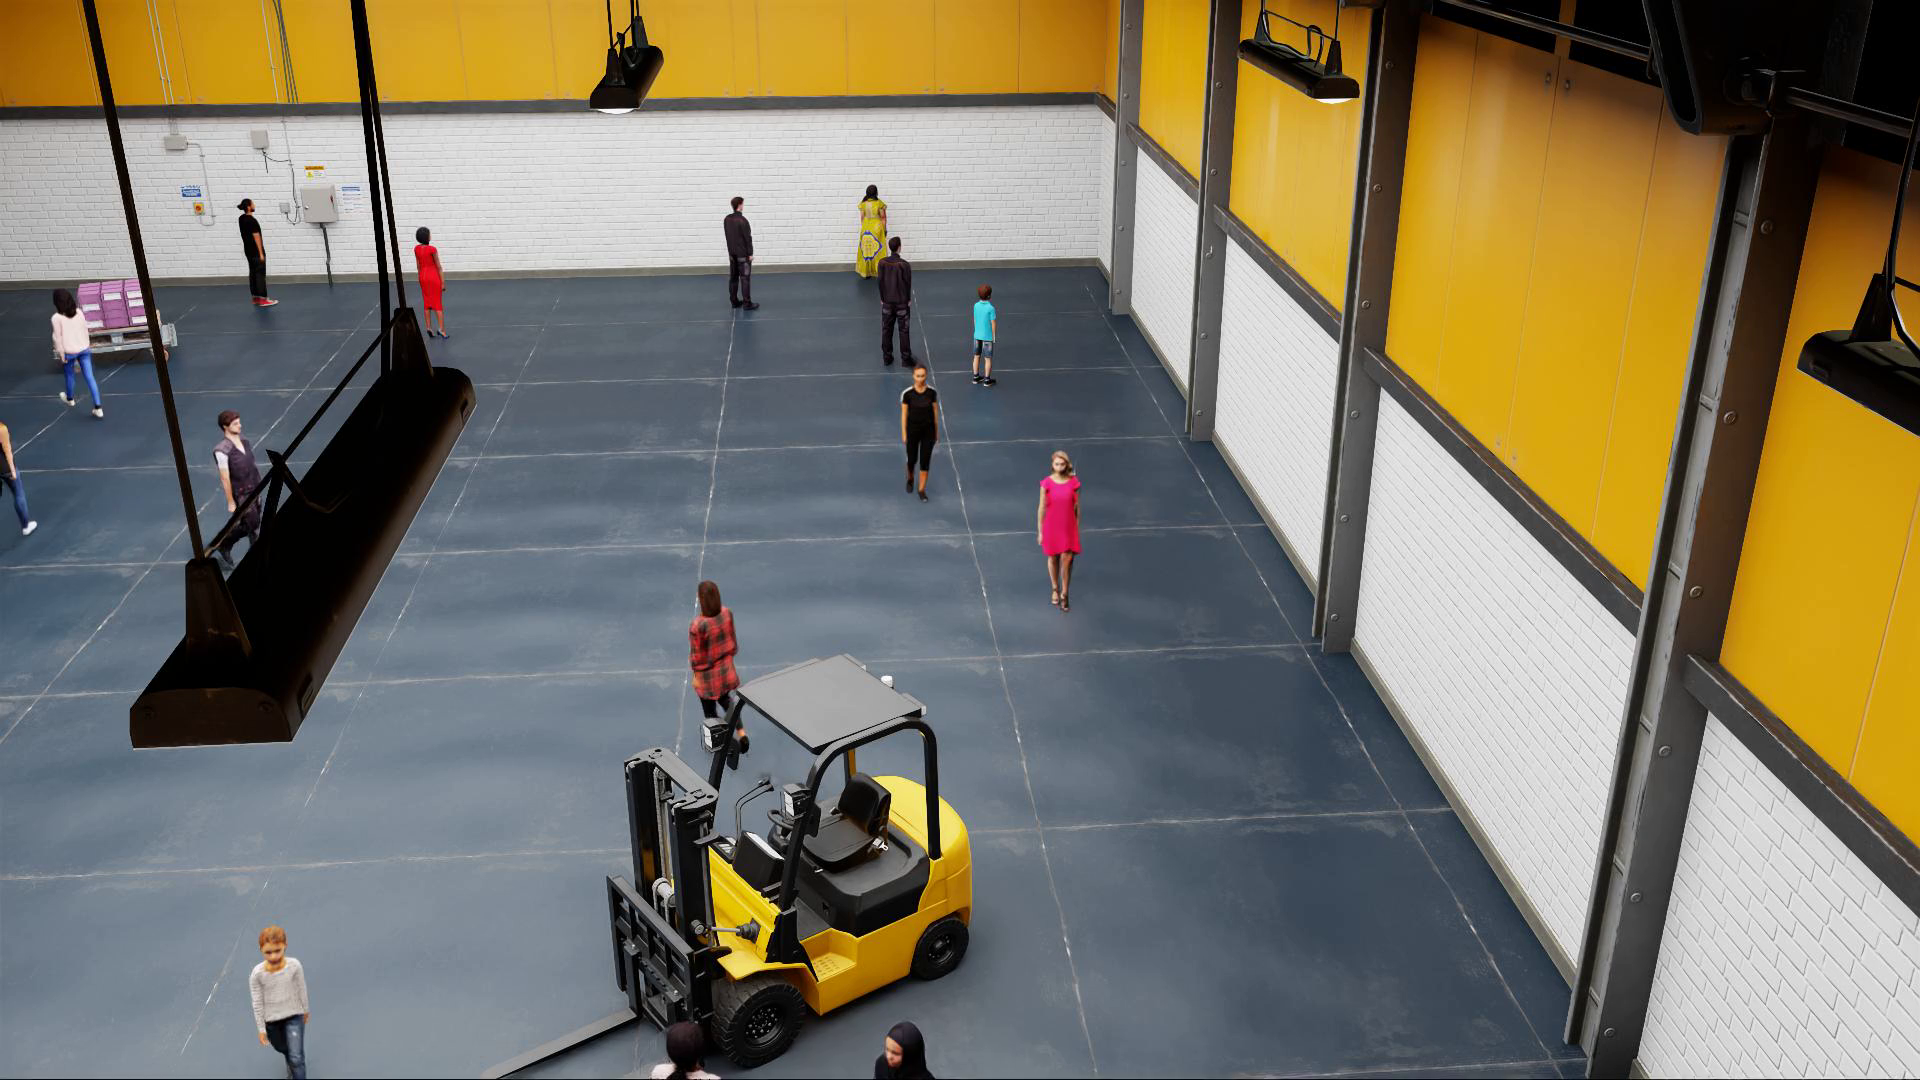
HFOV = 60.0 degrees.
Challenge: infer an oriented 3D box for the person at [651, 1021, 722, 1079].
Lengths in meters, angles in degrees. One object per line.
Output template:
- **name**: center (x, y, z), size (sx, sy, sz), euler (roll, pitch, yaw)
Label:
- **person**: center (-1.472, 3.328, 8.968), size (0.667, 1.735, 0.695), euler (6, 24, 13)

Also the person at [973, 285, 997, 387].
- **person**: center (0.332, -2.921, 23.622), size (0.593, 1.448, 0.641), euler (15, 28, 31)

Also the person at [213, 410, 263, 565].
- **person**: center (-7.657, -0.488, 17.589), size (0.882, 1.823, 1.078), euler (4, 24, 8)

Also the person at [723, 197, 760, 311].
- **person**: center (-3.610, -4.690, 27.178), size (0.788, 1.840, 0.826), euler (16, 28, 33)

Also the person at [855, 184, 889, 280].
- **person**: center (-1.505, -5.367, 28.953), size (0.971, 1.660, 0.946), euler (7, 25, 16)

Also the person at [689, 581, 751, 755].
- **person**: center (-2.019, 1.138, 14.033), size (0.944, 1.692, 0.878), euler (20, 31, 38)

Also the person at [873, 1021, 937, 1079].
- **person**: center (-0.247, 3.293, 9.205), size (0.852, 1.610, 0.808), euler (-18, 30, -36)

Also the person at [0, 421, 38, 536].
- **person**: center (-10.643, -0.747, 18.333), size (0.619, 1.700, 1.025), euler (0, 24, 0)

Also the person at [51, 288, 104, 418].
- **person**: center (-11.771, -2.463, 22.235), size (1.205, 1.719, 1.135), euler (19, 30, 37)

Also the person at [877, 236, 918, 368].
- **person**: center (-0.932, -3.496, 24.354), size (0.774, 1.915, 0.759), euler (9, 25, 20)

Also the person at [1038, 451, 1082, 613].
- **person**: center (1.015, -0.143, 16.937), size (0.622, 1.713, 0.660), euler (0, 24, 1)

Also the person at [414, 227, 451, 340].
- **person**: center (-8.168, -3.965, 25.638), size (0.632, 1.745, 0.617), euler (7, 25, 16)

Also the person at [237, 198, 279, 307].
- **person**: center (-11.640, -4.753, 27.427), size (0.699, 1.758, 0.763), euler (19, 30, 36)

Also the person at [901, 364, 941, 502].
- **person**: center (-0.480, -1.300, 19.655), size (0.626, 1.656, 0.693), euler (-5, 24, -10)

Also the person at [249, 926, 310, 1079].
- **person**: center (-4.239, 2.953, 10.381), size (0.657, 1.291, 0.973), euler (-9, 25, -21)
